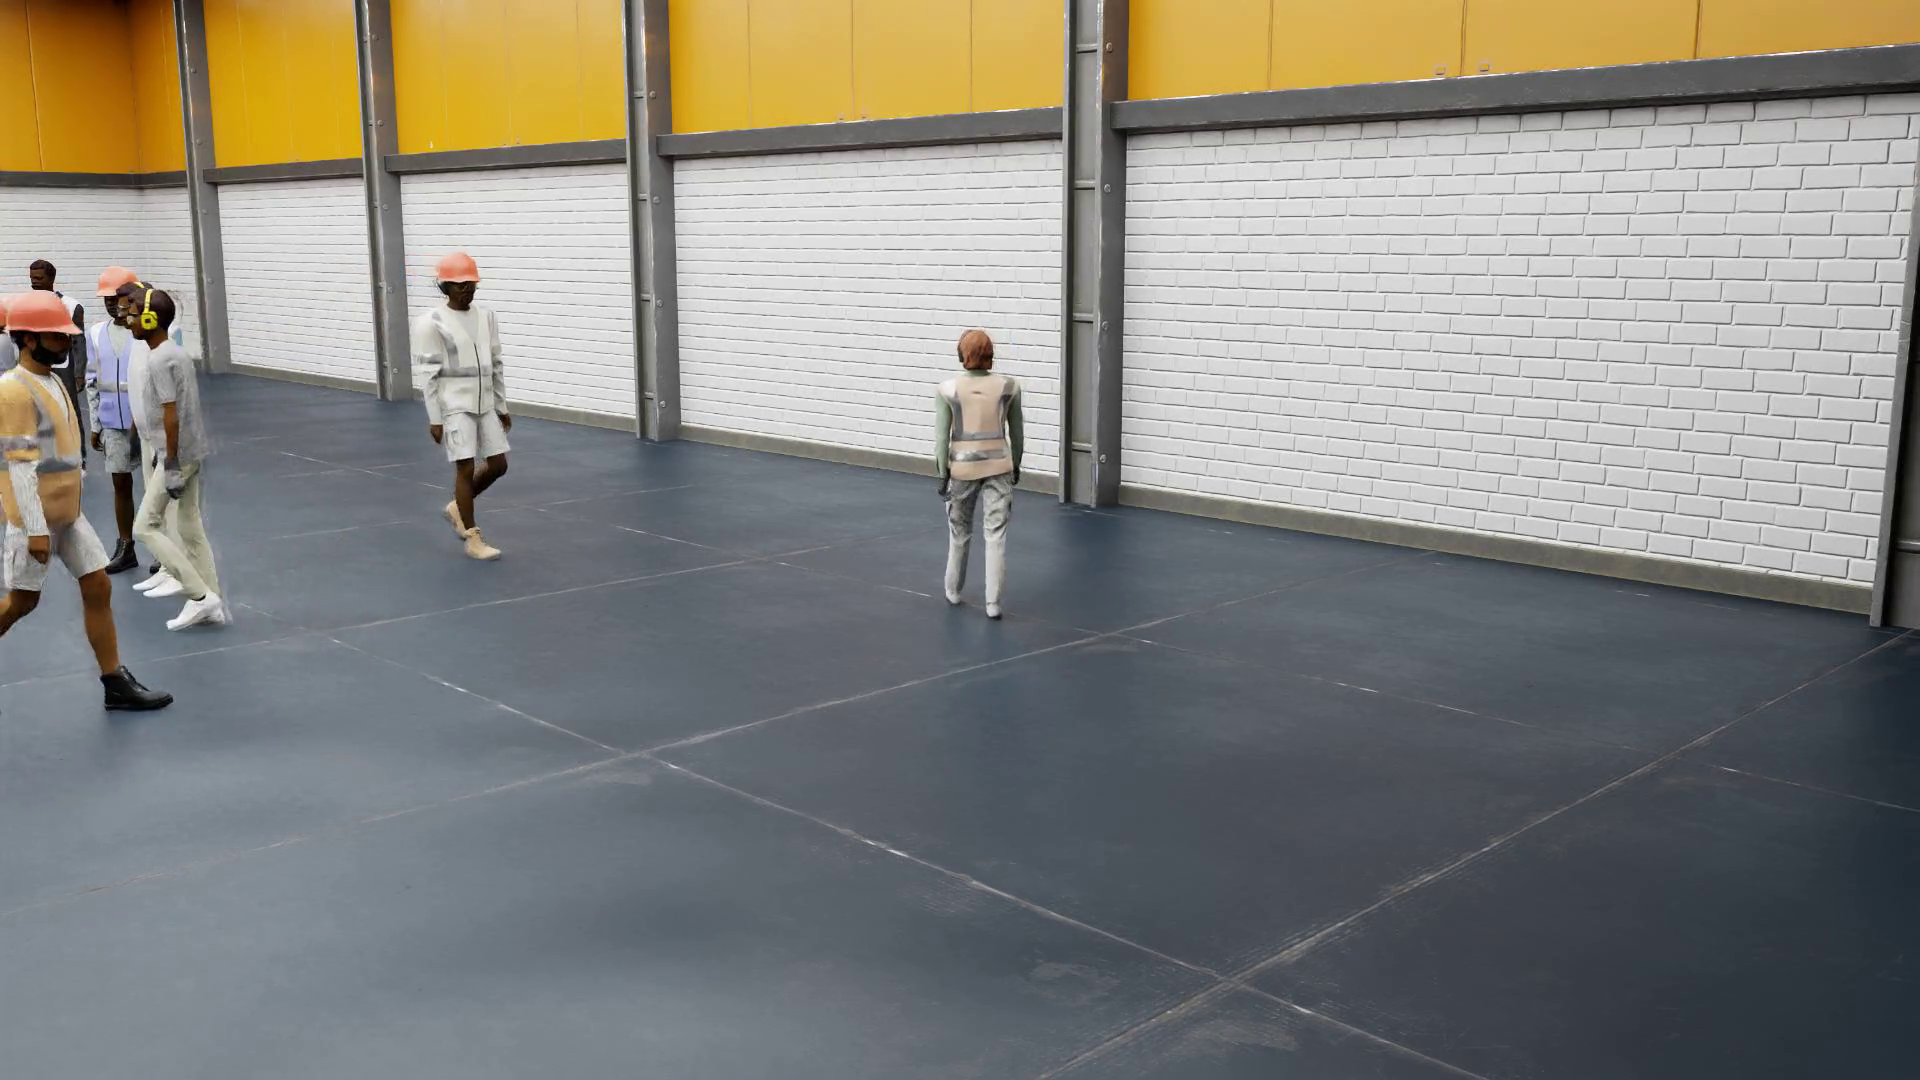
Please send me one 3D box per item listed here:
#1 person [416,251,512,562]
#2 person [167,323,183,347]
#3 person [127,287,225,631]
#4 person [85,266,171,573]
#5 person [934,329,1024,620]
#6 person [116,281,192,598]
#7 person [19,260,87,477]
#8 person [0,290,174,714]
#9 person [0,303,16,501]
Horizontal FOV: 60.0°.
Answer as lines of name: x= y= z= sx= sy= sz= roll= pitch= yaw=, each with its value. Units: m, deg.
person: x=-3.268 y=-0.878 z=10.953 sx=0.578 sy=2.030 sz=0.638 roll=7 pitch=13 yaw=35
person: x=-7.264 y=-1.438 z=15.177 sx=0.517 sy=1.608 sz=0.751 roll=0 pitch=10 yaw=0
person: x=-4.228 y=-0.417 z=8.939 sx=0.436 sy=1.858 sz=0.502 roll=-2 pitch=10 yaw=-8
person: x=-5.231 y=-0.747 z=10.499 sx=0.545 sy=1.938 sz=0.358 roll=0 pitch=10 yaw=-1
person: x=0.106 y=-0.382 z=9.413 sx=0.521 sy=1.622 sz=0.579 roll=-1 pitch=10 yaw=-4
person: x=-4.786 y=-0.594 z=9.870 sx=0.345 sy=1.864 sz=0.538 roll=-10 pitch=15 yaw=-44
person: x=-7.911 y=-1.475 z=14.524 sx=0.589 sy=1.920 sz=0.392 roll=1 pitch=10 yaw=3
person: x=-4.087 y=-0.140 z=7.300 sx=0.947 sy=1.907 sz=0.562 roll=-1 pitch=10 yaw=-7
person: x=-7.650 y=-1.122 z=13.405 sx=0.611 sy=1.616 sz=0.508 roll=-5 pitch=12 yaw=-27
